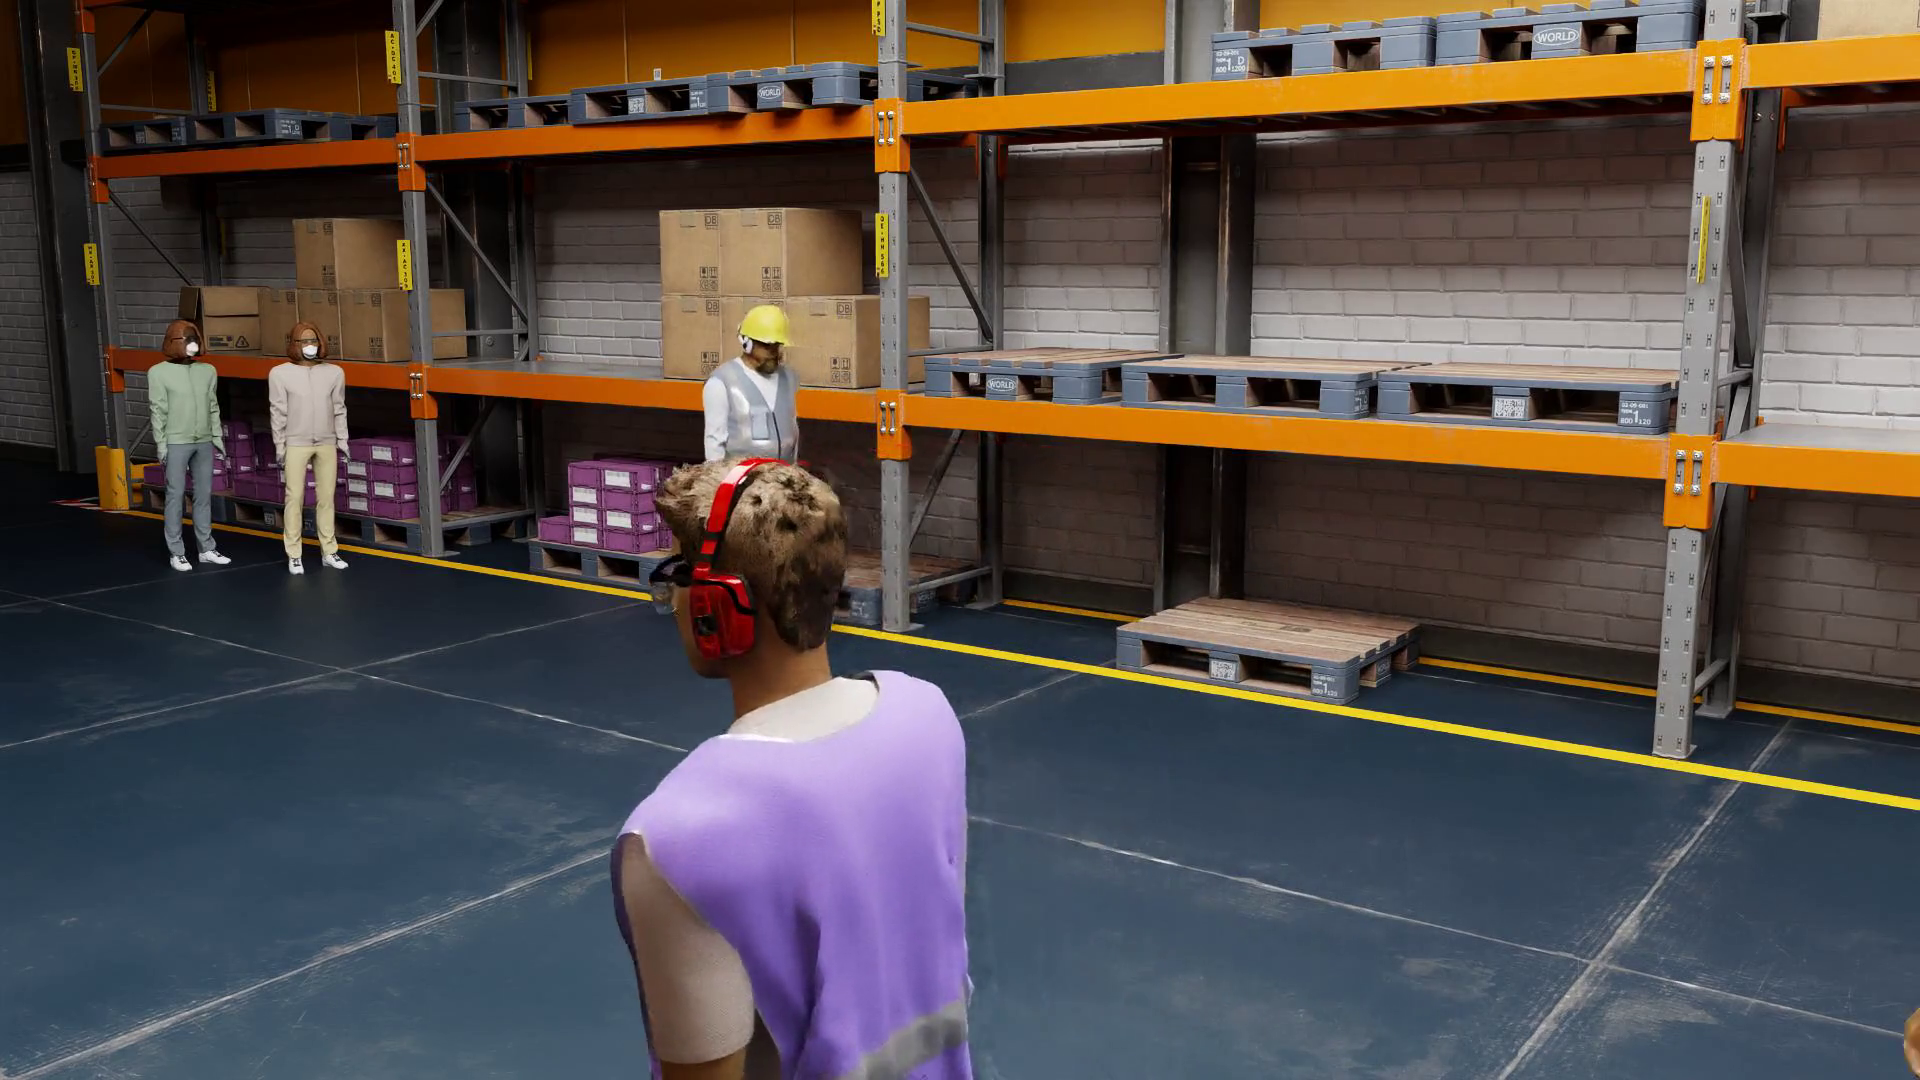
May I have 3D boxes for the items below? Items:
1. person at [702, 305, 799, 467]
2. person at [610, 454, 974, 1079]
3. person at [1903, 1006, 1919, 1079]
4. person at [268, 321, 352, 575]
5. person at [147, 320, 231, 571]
[{"bbox_3d":[-1.049,-0.314,8.612,0.623,1.802,0.428,-9,13,-42],"label":"person"},{"bbox_3d":[-0.240,0.787,2.063,0.844,1.805,0.574,7,12,36],"label":"person"},{"bbox_3d":[1.677,0.697,2.353,0.946,1.890,0.556,-4,10,-23],"label":"person"},{"bbox_3d":[-4.220,-0.602,10.832,0.501,1.633,0.286,-8,13,-40],"label":"person"},{"bbox_3d":[-5.076,-0.624,10.958,0.280,1.636,0.501,5,11,29],"label":"person"}]
